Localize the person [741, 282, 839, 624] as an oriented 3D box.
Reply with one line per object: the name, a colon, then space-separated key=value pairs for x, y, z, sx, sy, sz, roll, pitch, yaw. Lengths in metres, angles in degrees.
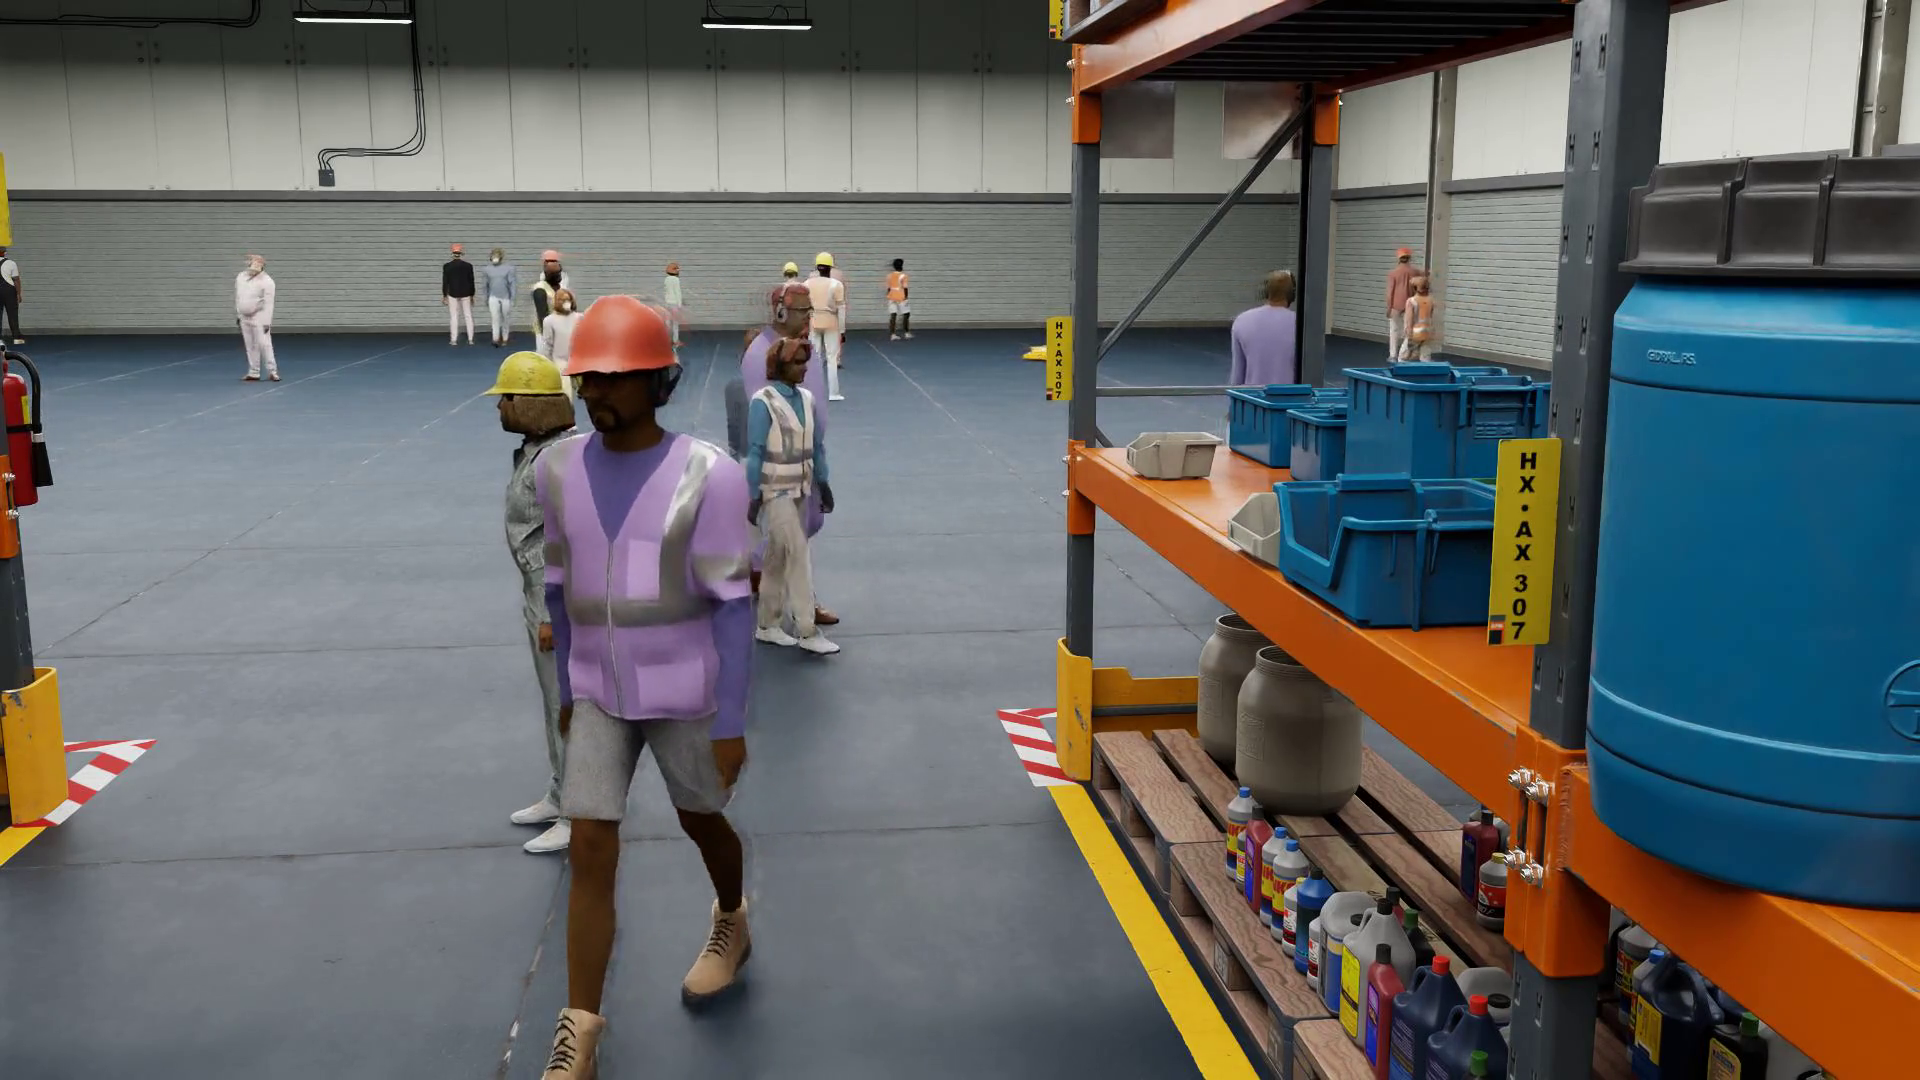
person: x=-0.975 y=-0.490 z=9.281 sx=0.691 sy=1.886 sz=0.656 roll=5 pitch=12 yaw=26

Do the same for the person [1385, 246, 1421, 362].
person: x=7.531 y=-3.983 z=28.195 sx=0.631 sy=1.975 sz=0.725 roll=-2 pitch=11 yaw=-11

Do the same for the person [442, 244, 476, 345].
person: x=-9.901 y=-4.827 z=32.838 sx=0.666 sy=1.982 sz=0.478 roll=-4 pitch=11 yaw=-23

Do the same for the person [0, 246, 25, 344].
person: x=-19.072 y=-4.922 z=33.158 sx=0.688 sy=2.000 sz=0.536 roll=-2 pitch=11 yaw=-12

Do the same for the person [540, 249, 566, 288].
person: x=-6.592 y=-3.754 z=27.061 sx=0.531 sy=1.926 sz=0.551 roll=6 pitch=12 yaw=28

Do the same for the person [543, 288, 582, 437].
person: x=-4.231 y=-1.911 z=17.870 sx=0.502 sy=1.593 sz=0.839 roll=-8 pitch=13 yaw=-37

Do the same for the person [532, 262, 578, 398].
person: x=-5.316 y=-2.726 z=21.757 sx=0.679 sy=1.806 sz=0.644 roll=4 pitch=11 yaw=21

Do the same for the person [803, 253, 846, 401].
person: x=-1.760 y=-2.763 z=21.636 sx=0.594 sy=1.922 sz=0.386 roll=3 pitch=11 yaw=17

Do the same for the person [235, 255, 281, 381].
person: x=-10.441 y=-3.262 z=24.549 sx=0.740 sy=1.872 sz=0.396 roll=4 pitch=11 yaw=22

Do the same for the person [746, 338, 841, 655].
person: x=-0.801 y=-0.219 z=8.511 sx=0.700 sy=1.609 sz=0.546 roll=5 pitch=11 yaw=25

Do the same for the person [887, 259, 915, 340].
person: x=-1.210 y=-4.975 z=34.421 sx=0.553 sy=1.671 sz=0.683 roll=7 pitch=12 yaw=34

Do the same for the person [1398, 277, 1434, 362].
person: x=5.928 y=-2.631 z=21.785 sx=0.521 sy=1.611 sz=0.749 roll=-5 pitch=12 yaw=-27

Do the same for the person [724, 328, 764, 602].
person: x=-1.153 y=-0.481 z=10.006 sx=0.494 sy=1.602 sz=0.756 roll=0 pitch=10 yaw=0

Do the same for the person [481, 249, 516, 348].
person: x=-8.927 y=-4.679 z=32.251 sx=0.649 sy=1.884 sz=1.022 roll=-2 pitch=10 yaw=-10

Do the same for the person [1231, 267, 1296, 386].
person: x=2.157 y=-0.925 z=11.566 sx=0.635 sy=1.922 sz=0.756 roll=6 pitch=12 yaw=28

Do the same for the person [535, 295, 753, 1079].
person: x=-0.804 y=0.368 z=4.302 sx=0.621 sy=1.995 sz=1.072 roll=3 pitch=11 yaw=16

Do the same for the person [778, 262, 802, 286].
person: x=-2.553 y=-3.365 z=25.415 sx=0.544 sy=1.750 sz=0.373 roll=2 pitch=11 yaw=10

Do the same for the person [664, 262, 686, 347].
person: x=-5.576 y=-4.589 z=32.445 sx=0.281 sy=1.633 sz=0.500 roll=-9 pitch=14 yaw=-41

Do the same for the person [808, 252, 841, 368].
person: x=-2.264 y=-3.746 z=27.173 sx=0.639 sy=1.864 sz=0.982 roll=-8 pitch=13 yaw=-36

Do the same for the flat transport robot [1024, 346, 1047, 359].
flat transport robot: x=1.747 y=-3.300 z=29.114 sx=0.652 sy=0.197 sz=1.431 roll=6 pitch=12 yaw=31

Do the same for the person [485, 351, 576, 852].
person: x=-1.458 y=0.215 z=5.808 sx=0.313 sy=1.744 sz=0.487 roll=-4 pitch=11 yaw=-19
